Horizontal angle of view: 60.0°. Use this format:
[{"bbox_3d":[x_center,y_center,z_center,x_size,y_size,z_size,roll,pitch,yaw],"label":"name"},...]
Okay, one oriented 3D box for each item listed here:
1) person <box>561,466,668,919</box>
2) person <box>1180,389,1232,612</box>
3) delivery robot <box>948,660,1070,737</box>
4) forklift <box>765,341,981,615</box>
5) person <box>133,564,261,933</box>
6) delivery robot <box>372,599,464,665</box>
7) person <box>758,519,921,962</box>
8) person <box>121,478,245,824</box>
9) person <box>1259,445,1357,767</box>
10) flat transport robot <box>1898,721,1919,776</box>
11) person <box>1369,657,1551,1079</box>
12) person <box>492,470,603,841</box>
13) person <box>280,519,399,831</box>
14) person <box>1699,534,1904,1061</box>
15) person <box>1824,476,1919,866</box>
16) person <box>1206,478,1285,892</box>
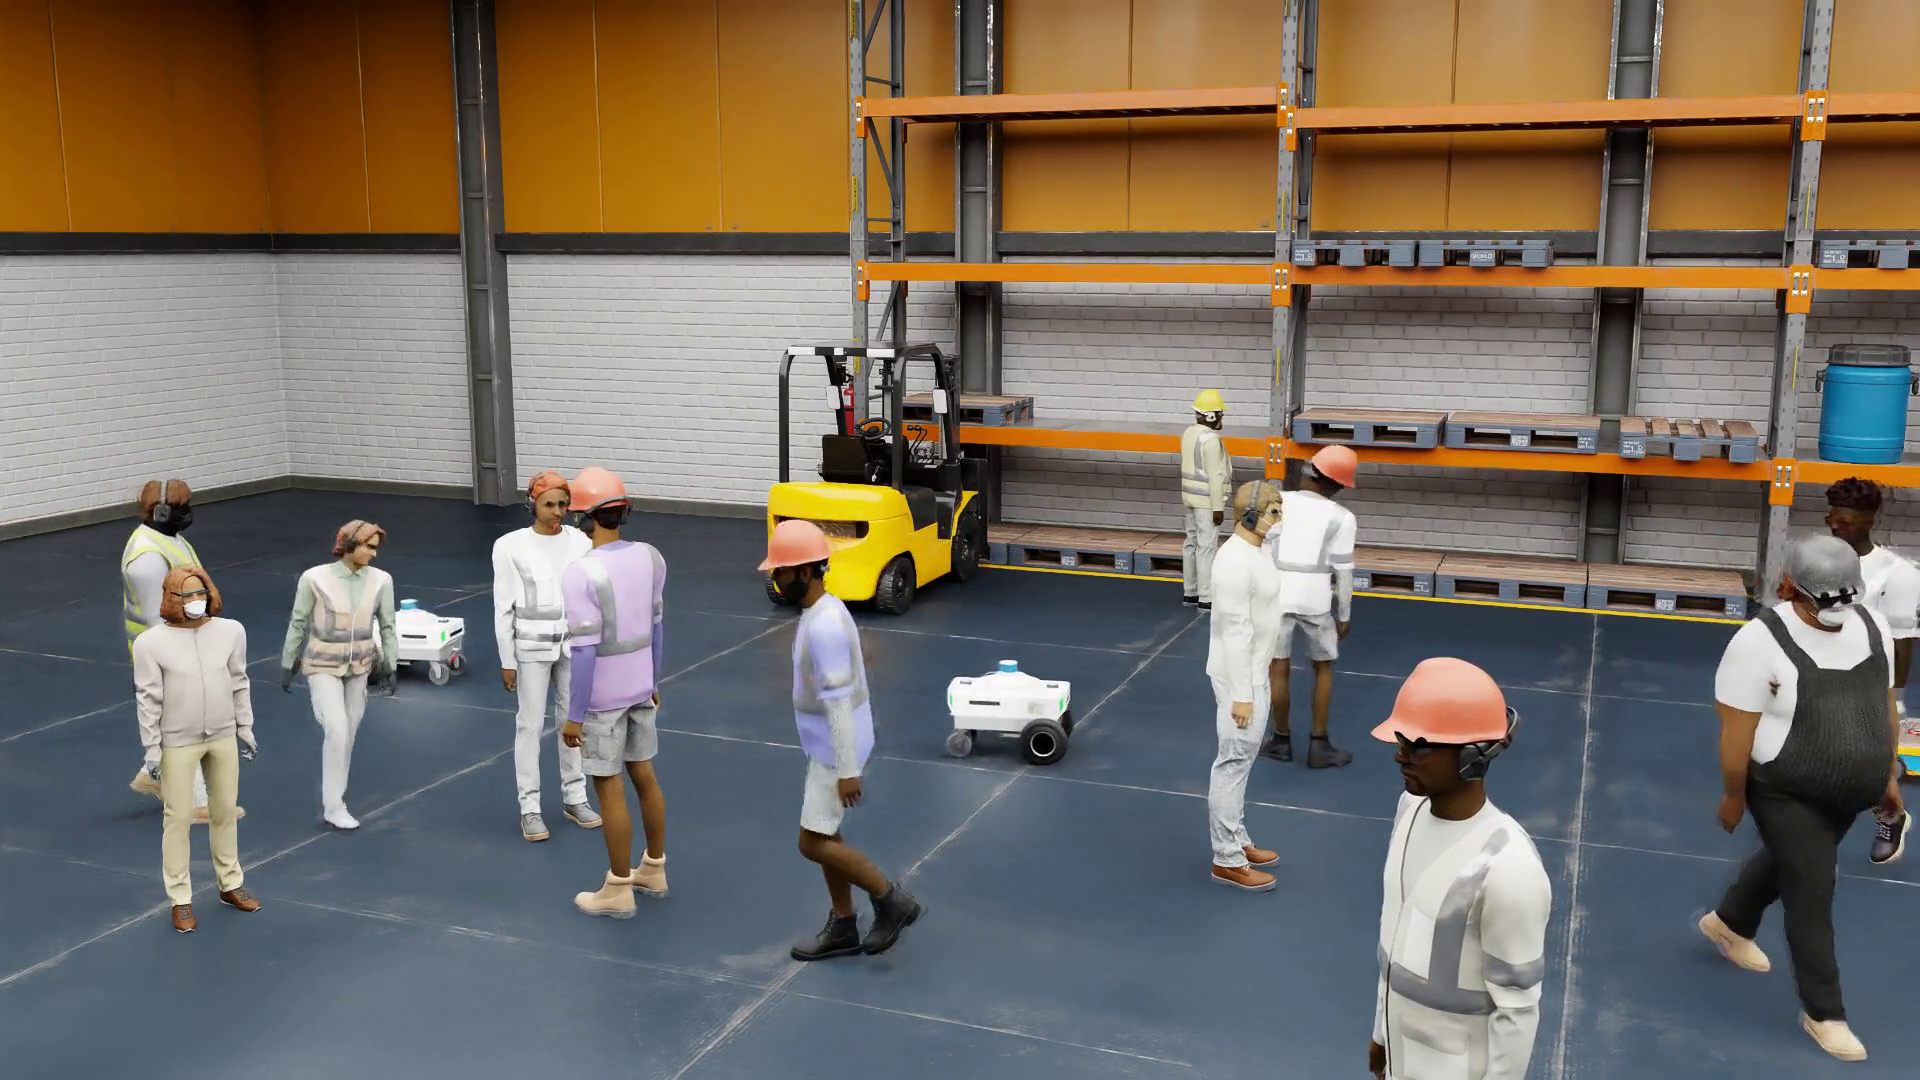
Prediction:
[{"bbox_3d":[-1.583,0.683,7.511,0.392,2.040,0.611,5,12,28],"label":"person"},{"bbox_3d":[2.032,-0.325,13.706,0.403,1.835,0.588,-3,11,-17],"label":"person"},{"bbox_3d":[0.288,0.957,9.868,0.707,0.478,0.477,2,10,9],"label":"delivery robot"},{"bbox_3d":[-0.739,-0.602,14.246,1.214,2.155,2.313,4,11,21],"label":"forklift"},{"bbox_3d":[-3.386,0.905,7.412,0.280,1.633,0.500,9,13,40],"label":"person"},{"bbox_3d":[-3.819,0.656,11.544,0.707,0.478,0.477,2,10,10],"label":"delivery robot"},{"bbox_3d":[-0.536,0.859,6.903,0.566,1.910,0.604,-2,10,-11],"label":"person"},{"bbox_3d":[-4.070,0.585,8.651,0.518,1.837,0.635,-2,10,-13],"label":"person"},{"bbox_3d":[1.992,0.389,9.626,0.656,1.884,0.390,3,11,18],"label":"person"},{"bbox_3d":[5.634,1.206,9.531,1.431,0.197,0.652,4,11,19],"label":"flat transport robot"},{"bbox_3d":[1.178,1.290,4.128,0.377,2.044,0.607,-2,10,-13],"label":"person"},{"bbox_3d":[-2.090,0.580,8.523,0.575,1.885,0.355,-8,13,-38],"label":"person"},{"bbox_3d":[-3.195,0.696,8.655,0.592,1.595,0.572,9,14,41],"label":"person"},{"bbox_3d":[3.243,0.864,6.506,0.701,2.000,0.991,-3,11,-18],"label":"person"},{"bbox_3d":[4.233,0.663,7.867,0.556,1.953,0.636,-4,11,-19],"label":"person"},{"bbox_3d":[1.358,0.669,7.884,0.372,1.938,0.630,3,11,15],"label":"person"}]
